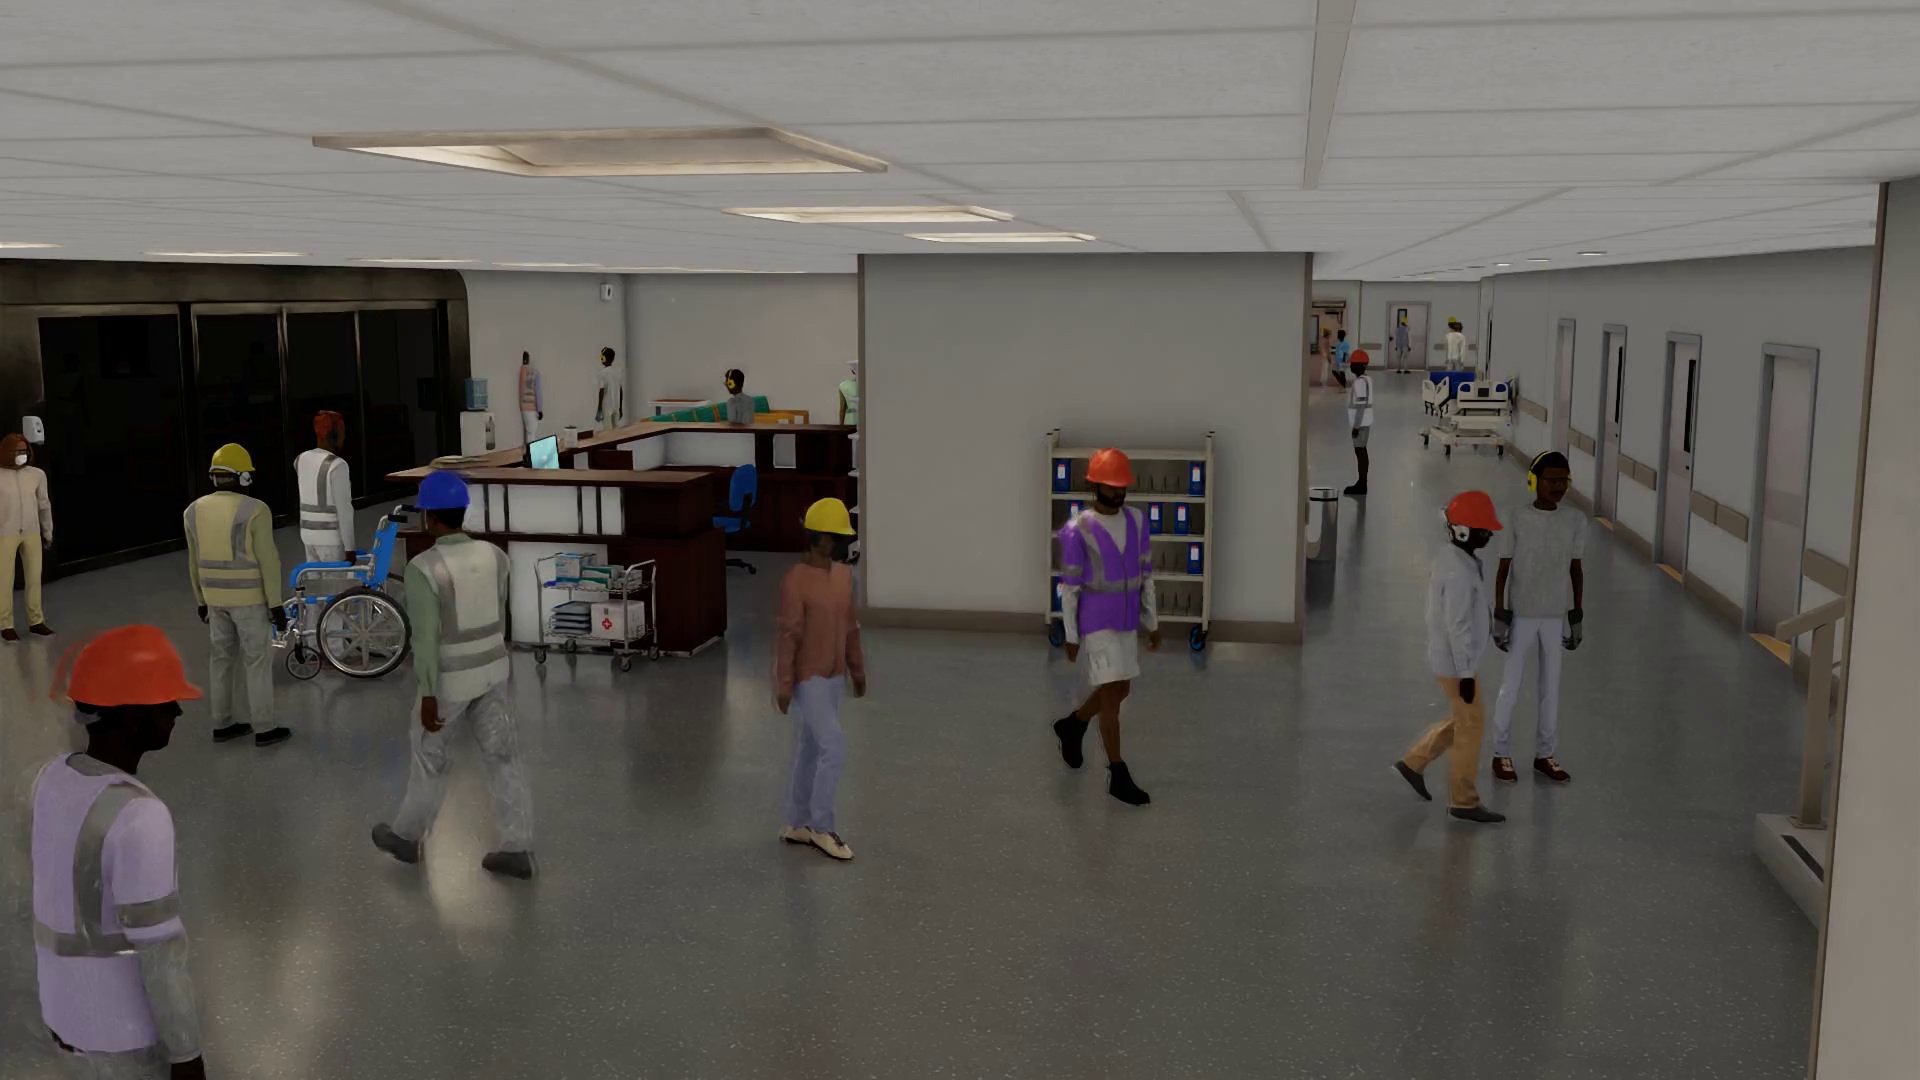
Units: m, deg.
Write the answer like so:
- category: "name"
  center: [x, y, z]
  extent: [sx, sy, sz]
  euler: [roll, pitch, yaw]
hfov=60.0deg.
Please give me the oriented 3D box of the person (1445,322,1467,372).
- category: "person"
  center: [12.609, -4.615, 42.499]
  extent: [0.710, 1.924, 0.629]
  euler: [-7, 11, -39]

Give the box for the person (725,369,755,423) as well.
- category: "person"
  center: [-2.513, -0.999, 18.748]
  extent: [0.379, 1.855, 0.538]
  euler: [3, 9, 21]

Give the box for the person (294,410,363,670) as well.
- category: "person"
  center: [-4.570, 0.002, 12.025]
  extent: [0.580, 1.879, 0.349]
  euler: [7, 11, 37]

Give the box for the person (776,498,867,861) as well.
- category: "person"
  center: [-0.630, 0.665, 8.018]
  extent: [0.609, 1.742, 0.545]
  euler: [5, 10, 28]

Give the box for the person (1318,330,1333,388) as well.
- category: "person"
  center: [10.188, -5.019, 46.143]
  extent: [0.376, 1.623, 0.526]
  euler: [1, 9, 9]

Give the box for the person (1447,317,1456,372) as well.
- category: "person"
  center: [14.847, -5.765, 50.162]
  extent: [0.402, 1.918, 0.581]
  euler: [0, 9, 0]

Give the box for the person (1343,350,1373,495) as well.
- category: "person"
  center: [5.328, -1.573, 22.257]
  extent: [0.370, 1.939, 0.543]
  euler: [4, 9, 23]

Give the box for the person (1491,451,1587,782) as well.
- category: "person"
  center: [3.206, 0.428, 9.248]
  extent: [0.509, 1.862, 0.331]
  euler: [0, 9, -2]

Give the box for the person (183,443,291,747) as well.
- category: "person"
  center: [-4.345, 0.332, 10.020]
  extent: [0.601, 1.824, 0.403]
  euler: [3, 9, 17]

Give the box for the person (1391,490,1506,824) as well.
- category: "person"
  center: [2.551, 0.596, 8.531]
  extent: [0.517, 1.728, 0.586]
  euler: [2, 9, 15]

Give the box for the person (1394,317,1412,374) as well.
- category: "person"
  center: [14.465, -6.345, 54.269]
  extent: [0.591, 1.834, 0.404]
  euler: [8, 12, 42]

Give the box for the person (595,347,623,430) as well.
- category: "person"
  center: [-5.312, -1.981, 25.188]
  extent: [0.328, 1.872, 0.513]
  euler: [6, 10, 33]

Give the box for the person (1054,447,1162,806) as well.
- category: "person"
  center: [0.772, 0.428, 9.099]
  extent: [0.557, 1.911, 0.860]
  euler: [-6, 10, -34]

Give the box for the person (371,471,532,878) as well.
- category: "person"
  center: [-2.387, 0.623, 7.821]
  extent: [0.926, 1.896, 0.629]
  euler: [6, 10, 33]

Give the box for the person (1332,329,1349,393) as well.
- category: "person"
  center: [10.067, -4.719, 43.959]
  extent: [0.366, 1.681, 0.550]
  euler: [-2, 9, -14]

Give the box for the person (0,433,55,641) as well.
- category: "person"
  center: [-7.375, -0.026, 13.043]
  extent: [0.286, 1.628, 0.505]
  euler: [6, 11, 35]

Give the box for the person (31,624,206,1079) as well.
- category: "person"
  center: [-2.073, 1.159, 4.177]
  extent: [0.585, 1.920, 0.408]
  euler: [7, 11, 40]
